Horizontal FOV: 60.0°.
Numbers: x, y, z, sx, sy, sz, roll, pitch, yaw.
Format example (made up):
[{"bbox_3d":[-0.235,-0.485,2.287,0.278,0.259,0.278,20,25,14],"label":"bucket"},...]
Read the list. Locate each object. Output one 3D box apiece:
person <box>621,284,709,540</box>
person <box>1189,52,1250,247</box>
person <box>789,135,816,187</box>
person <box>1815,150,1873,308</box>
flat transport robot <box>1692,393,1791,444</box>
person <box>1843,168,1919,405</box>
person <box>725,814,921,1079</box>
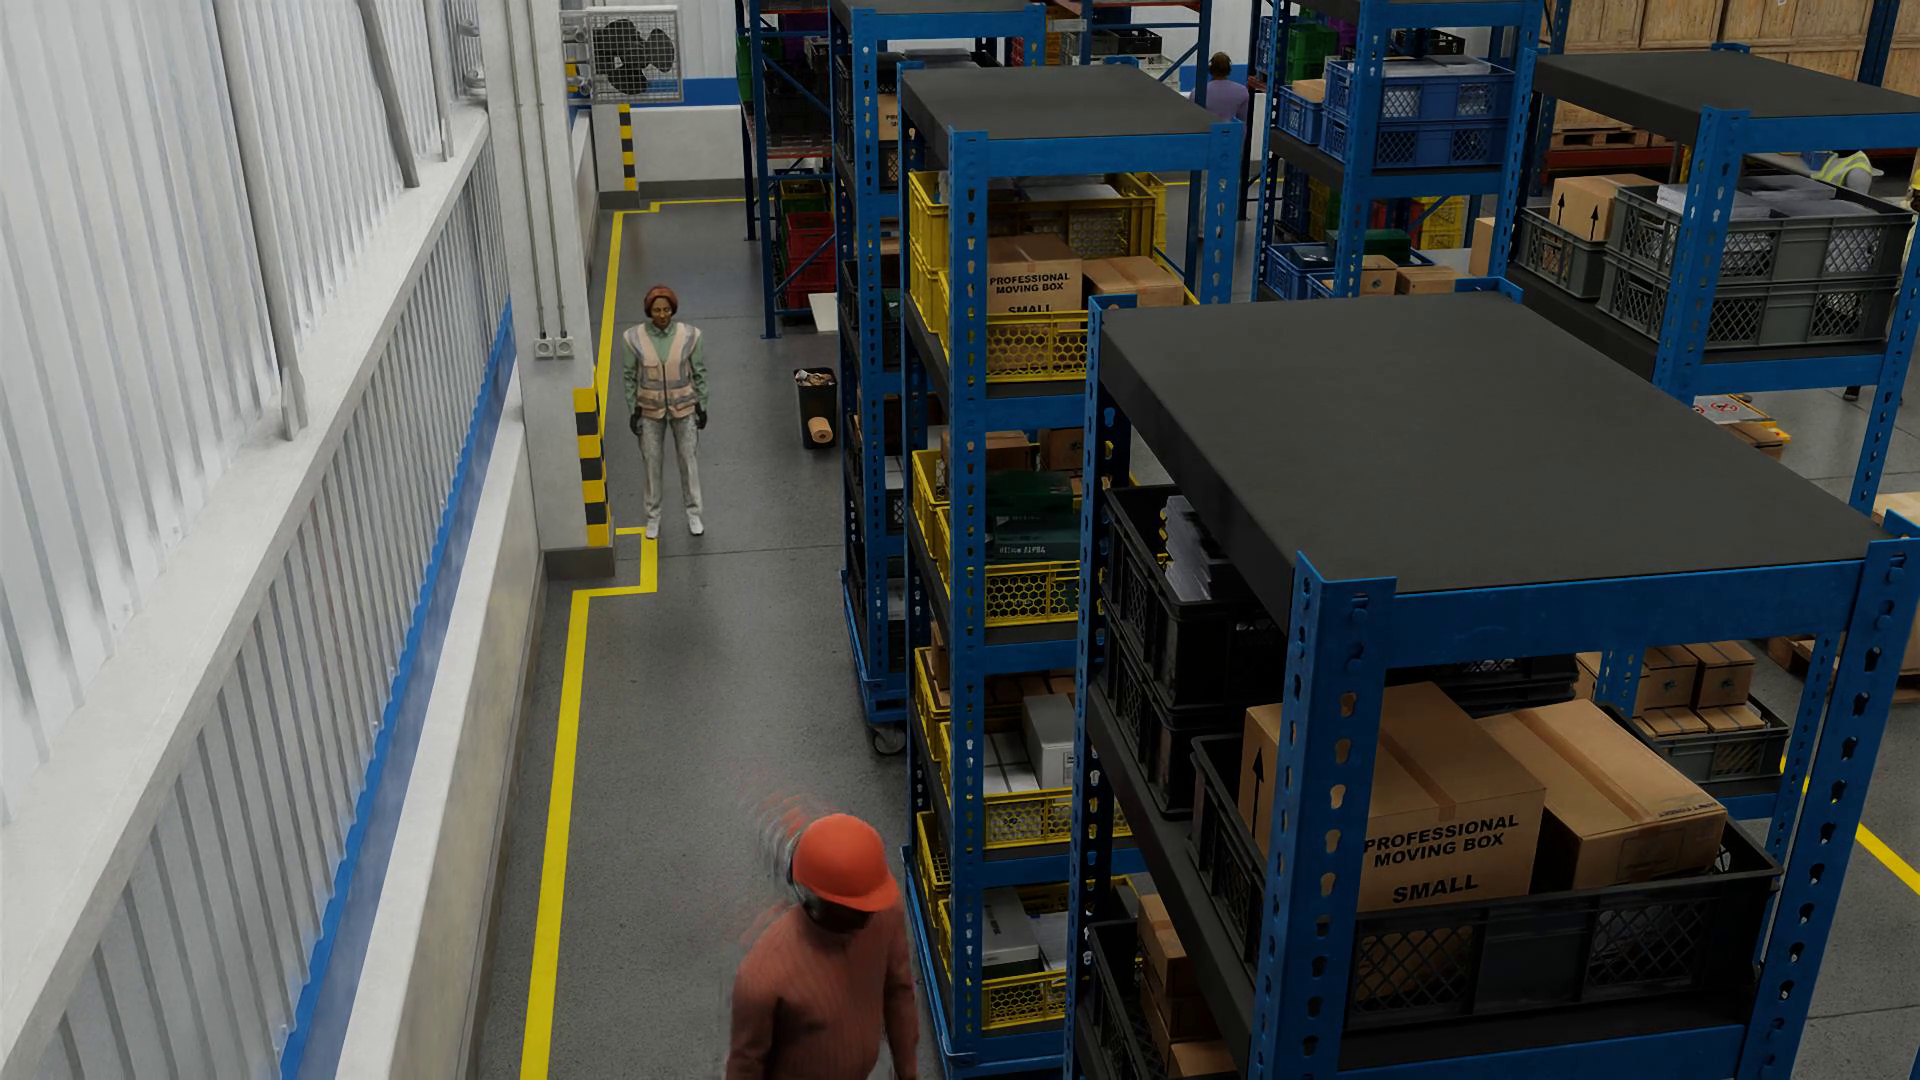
[{"bbox_3d":[-1.821,-0.798,10.382,0.515,1.636,0.312,-4,25,-9],"label":"person"},{"bbox_3d":[2.593,-3.960,16.894,0.632,1.940,0.372,-4,25,-9],"label":"person"},{"bbox_3d":[-1.778,-4.851,18.914,0.575,1.875,0.340,18,30,34],"label":"person"},{"bbox_3d":[7.385,-2.628,14.113,0.430,1.845,0.624,4,25,8],"label":"person"},{"bbox_3d":[5.224,-0.859,12.132,1.431,0.197,0.652,-4,25,-8],"label":"flat transport robot"},{"bbox_3d":[7.142,-1.930,12.604,0.588,1.834,0.403,10,26,20],"label":"person"},{"bbox_3d":[-0.459,1.565,4.913,1.088,1.930,0.587,17,30,32],"label":"person"}]
